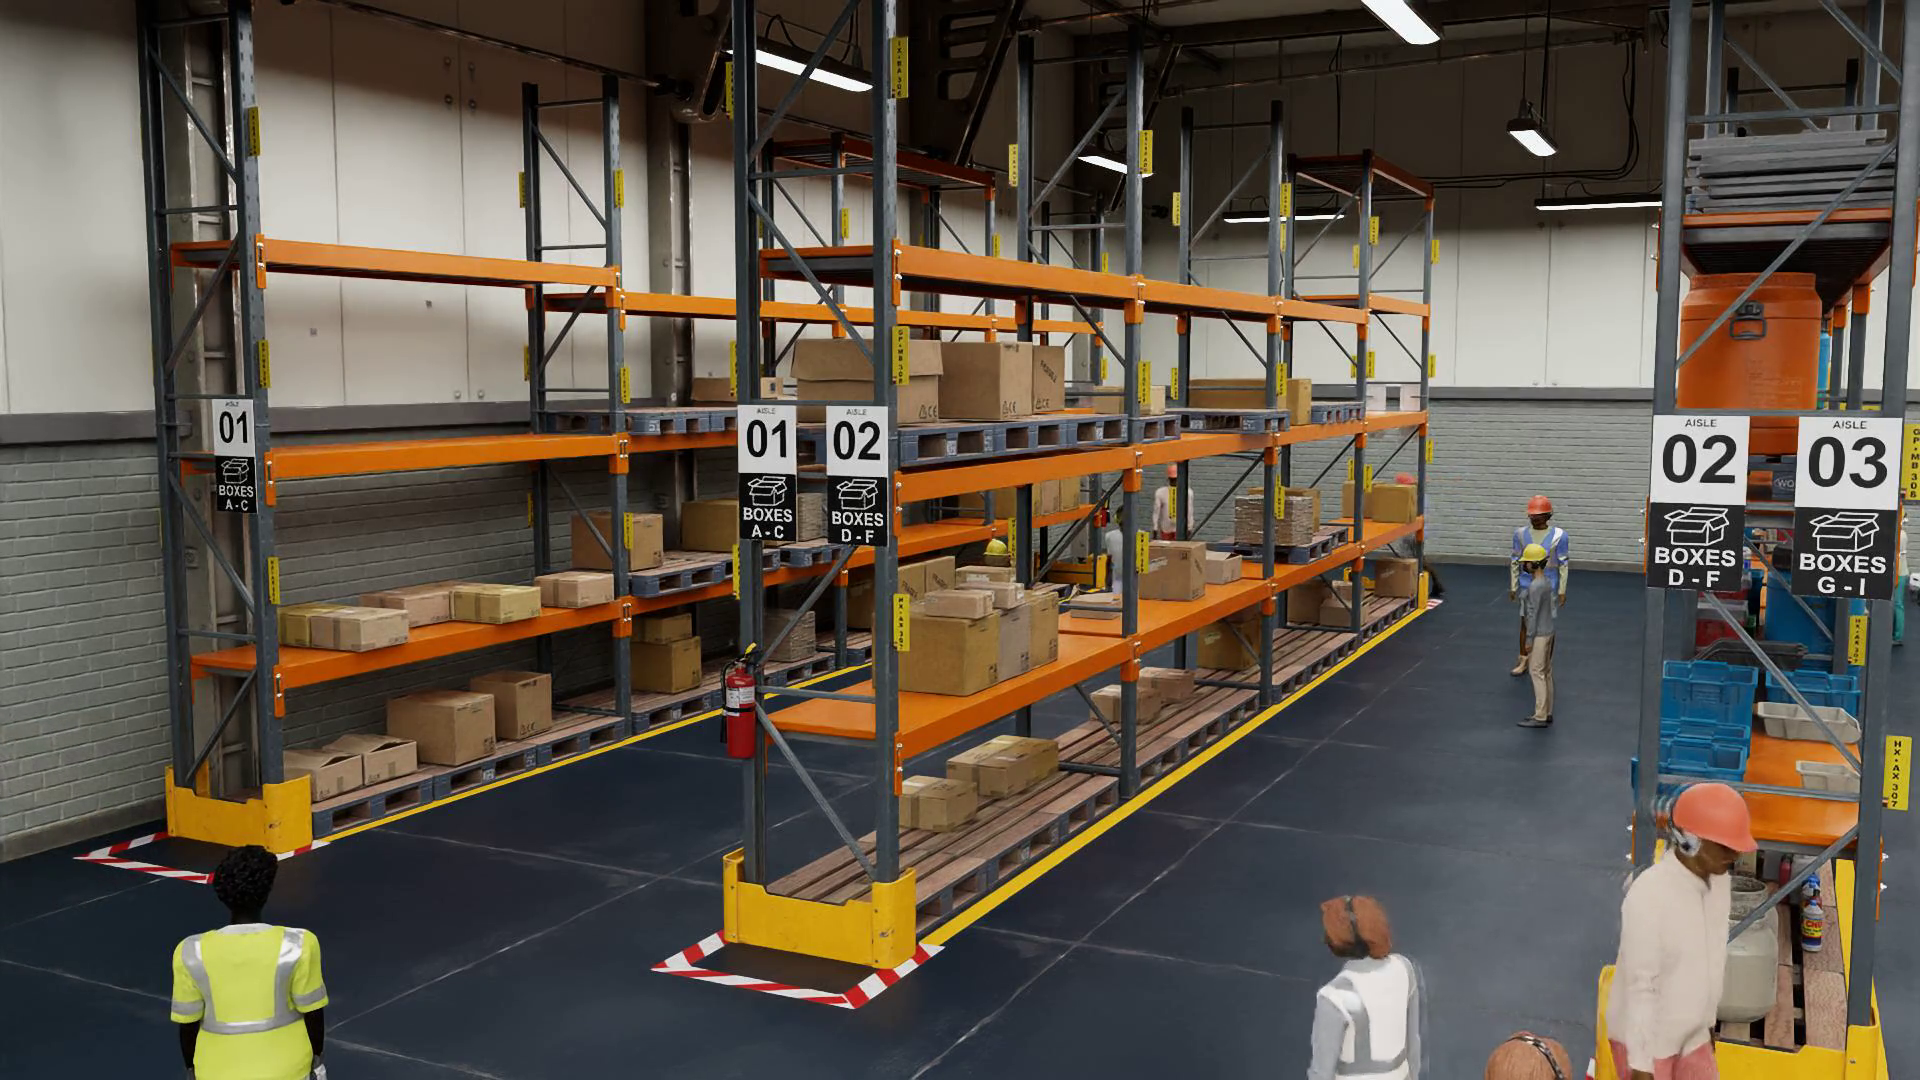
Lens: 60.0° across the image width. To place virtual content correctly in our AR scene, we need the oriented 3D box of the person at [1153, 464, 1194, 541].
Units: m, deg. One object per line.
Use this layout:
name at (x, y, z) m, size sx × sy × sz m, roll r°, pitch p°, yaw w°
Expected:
person at (3.311, -0.203, 25.811) m, size 0.631 × 1.970 × 0.837 m, roll 1°, pitch 6°, yaw 8°

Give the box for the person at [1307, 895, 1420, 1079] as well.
person at (1.464, 2.026, 5.878) m, size 0.652 × 1.610 × 0.316 m, roll -5°, pitch 8°, yaw -39°

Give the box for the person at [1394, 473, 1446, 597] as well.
person at (6.802, -0.074, 24.929) m, size 0.989 × 1.892 × 0.580 m, roll 3°, pitch 7°, yaw 28°

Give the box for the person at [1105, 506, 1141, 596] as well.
person at (1.935, 0.520, 19.415) m, size 0.515 × 1.845 × 0.775 m, roll 1°, pitch 6°, yaw 9°

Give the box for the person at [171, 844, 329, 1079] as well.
person at (-2.589, 1.958, 6.108) m, size 0.536 × 1.696 × 0.318 m, roll -1°, pitch 6°, yaw -13°

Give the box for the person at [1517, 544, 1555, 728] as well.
person at (5.518, 0.915, 15.967) m, size 0.349 × 1.759 × 0.522 m, roll 3°, pitch 7°, yaw 31°

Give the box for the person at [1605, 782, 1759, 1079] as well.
person at (2.612, 1.827, 6.117) m, size 0.655 × 1.954 × 0.545 m, roll -4°, pitch 7°, yaw -32°

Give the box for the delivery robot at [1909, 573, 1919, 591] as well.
delivery robot at (14.078, 0.624, 24.103) m, size 0.477 × 0.478 × 0.707 m, roll 1°, pitch 6°, yaw 7°

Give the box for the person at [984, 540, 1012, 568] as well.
person at (0.368, 0.869, 16.525) m, size 0.318 × 1.736 × 0.486 m, roll 4°, pitch 7°, yaw 34°

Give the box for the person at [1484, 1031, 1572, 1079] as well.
person at (1.521, 2.152, 4.509) m, size 0.515 × 1.636 × 0.314 m, roll 2°, pitch 6°, yaw 18°

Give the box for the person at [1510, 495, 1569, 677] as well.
person at (6.400, 0.520, 18.425) m, size 0.615 × 2.039 × 0.382 m, roll 4°, pitch 7°, yaw 34°
